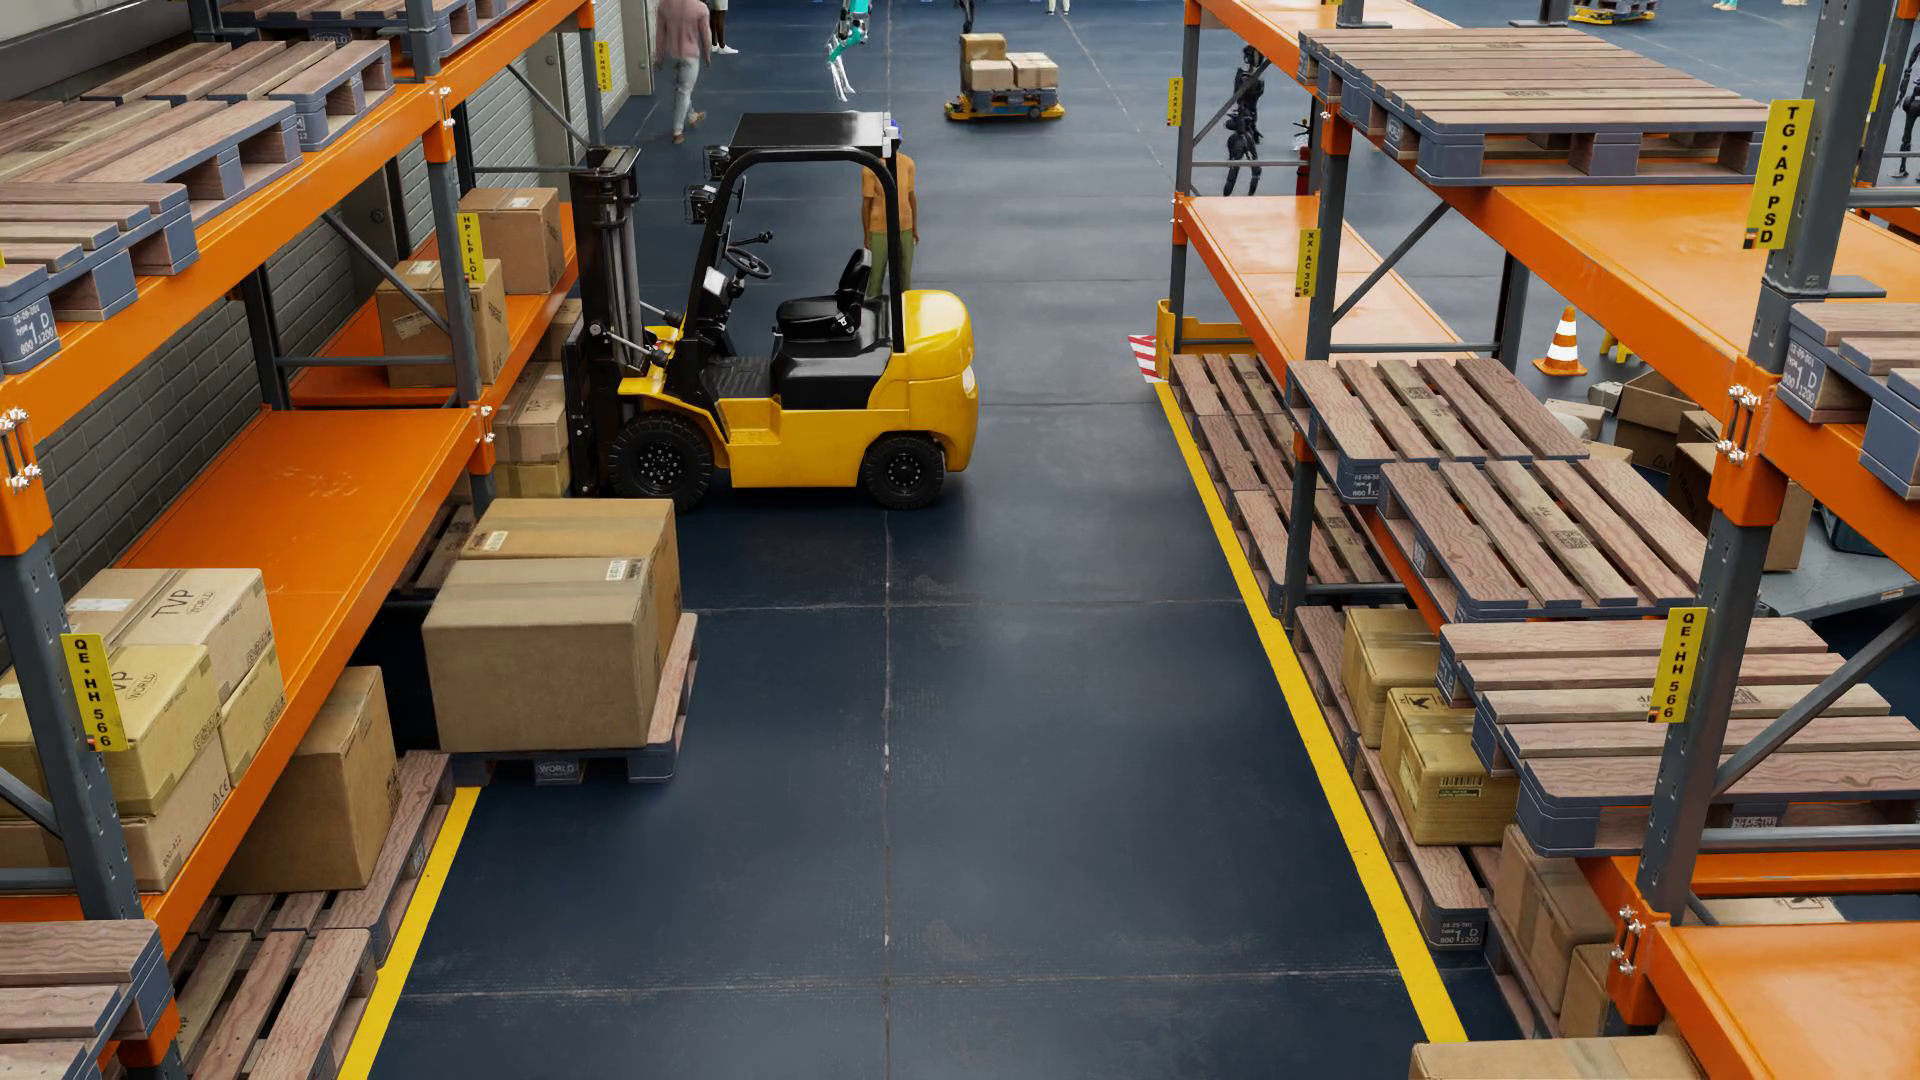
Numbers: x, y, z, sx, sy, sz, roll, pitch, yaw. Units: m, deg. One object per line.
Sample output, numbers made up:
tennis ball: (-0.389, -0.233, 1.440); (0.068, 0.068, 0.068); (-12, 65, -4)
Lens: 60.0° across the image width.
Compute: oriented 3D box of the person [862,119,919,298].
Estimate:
person: (-0.519, -2.309, 12.507); (0.433, 1.706, 0.394); (-11, 27, -22)

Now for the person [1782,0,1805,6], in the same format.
person: (15.133, -10.502, 29.679); (0.662, 1.871, 0.382); (-7, 26, -15)

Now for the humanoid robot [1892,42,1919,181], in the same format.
humanoid robot: (10.146, -4.628, 17.446); (0.325, 1.650, 0.602); (-21, 33, -38)

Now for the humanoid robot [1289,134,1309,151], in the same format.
humanoid robot: (4.157, -5.195, 18.608); (0.801, 1.772, 0.537); (-4, 26, -8)

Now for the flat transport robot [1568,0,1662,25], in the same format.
flat transport robot: (11.049, -8.910, 28.172); (1.431, 0.231, 0.659); (-16, 30, -30)

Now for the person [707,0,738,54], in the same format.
person: (-3.637, -8.274, 24.917); (0.376, 1.899, 0.543); (-15, 29, -28)

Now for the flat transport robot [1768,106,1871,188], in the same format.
flat transport robot: (8.950, -3.963, 17.697); (0.659, 0.231, 1.431); (-8, 26, -16)

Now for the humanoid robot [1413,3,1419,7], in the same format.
humanoid robot: (5.463, -5.941, 20.297); (0.597, 1.648, 0.737); (-19, 31, -34)

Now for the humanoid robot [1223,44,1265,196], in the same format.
humanoid robot: (2.744, -3.925, 15.971); (0.456, 1.649, 0.606); (10, 27, 21)

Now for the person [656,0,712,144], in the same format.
person: (-3.167, -5.612, 19.323); (0.650, 1.867, 1.042); (8, 27, 17)

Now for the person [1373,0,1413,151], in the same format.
person: (5.006, -5.348, 18.800); (0.579, 1.829, 0.739); (16, 30, 31)

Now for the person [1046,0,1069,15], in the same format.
person: (1.697, -9.982, 28.700); (0.560, 1.752, 0.325); (-3, 25, -6)

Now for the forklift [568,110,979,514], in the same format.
forklift: (-1.043, -1.379, 9.976); (2.313, 2.155, 1.214); (-1, 25, -2)

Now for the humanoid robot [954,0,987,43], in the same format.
humanoid robot: (0.136, -8.352, 25.344); (0.610, 1.651, 0.359); (-23, 33, -39)

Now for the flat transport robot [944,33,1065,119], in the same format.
flat transport robot: (0.552, -5.428, 20.798); (1.431, 0.231, 0.659); (-4, 26, -8)

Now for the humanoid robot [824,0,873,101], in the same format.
humanoid robot: (-1.494, -6.589, 21.553); (0.832, 1.759, 0.538); (19, 32, 35)

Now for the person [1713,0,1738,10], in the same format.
person: (13.648, -10.296, 29.197); (0.380, 1.913, 0.495); (-2, 25, -5)
